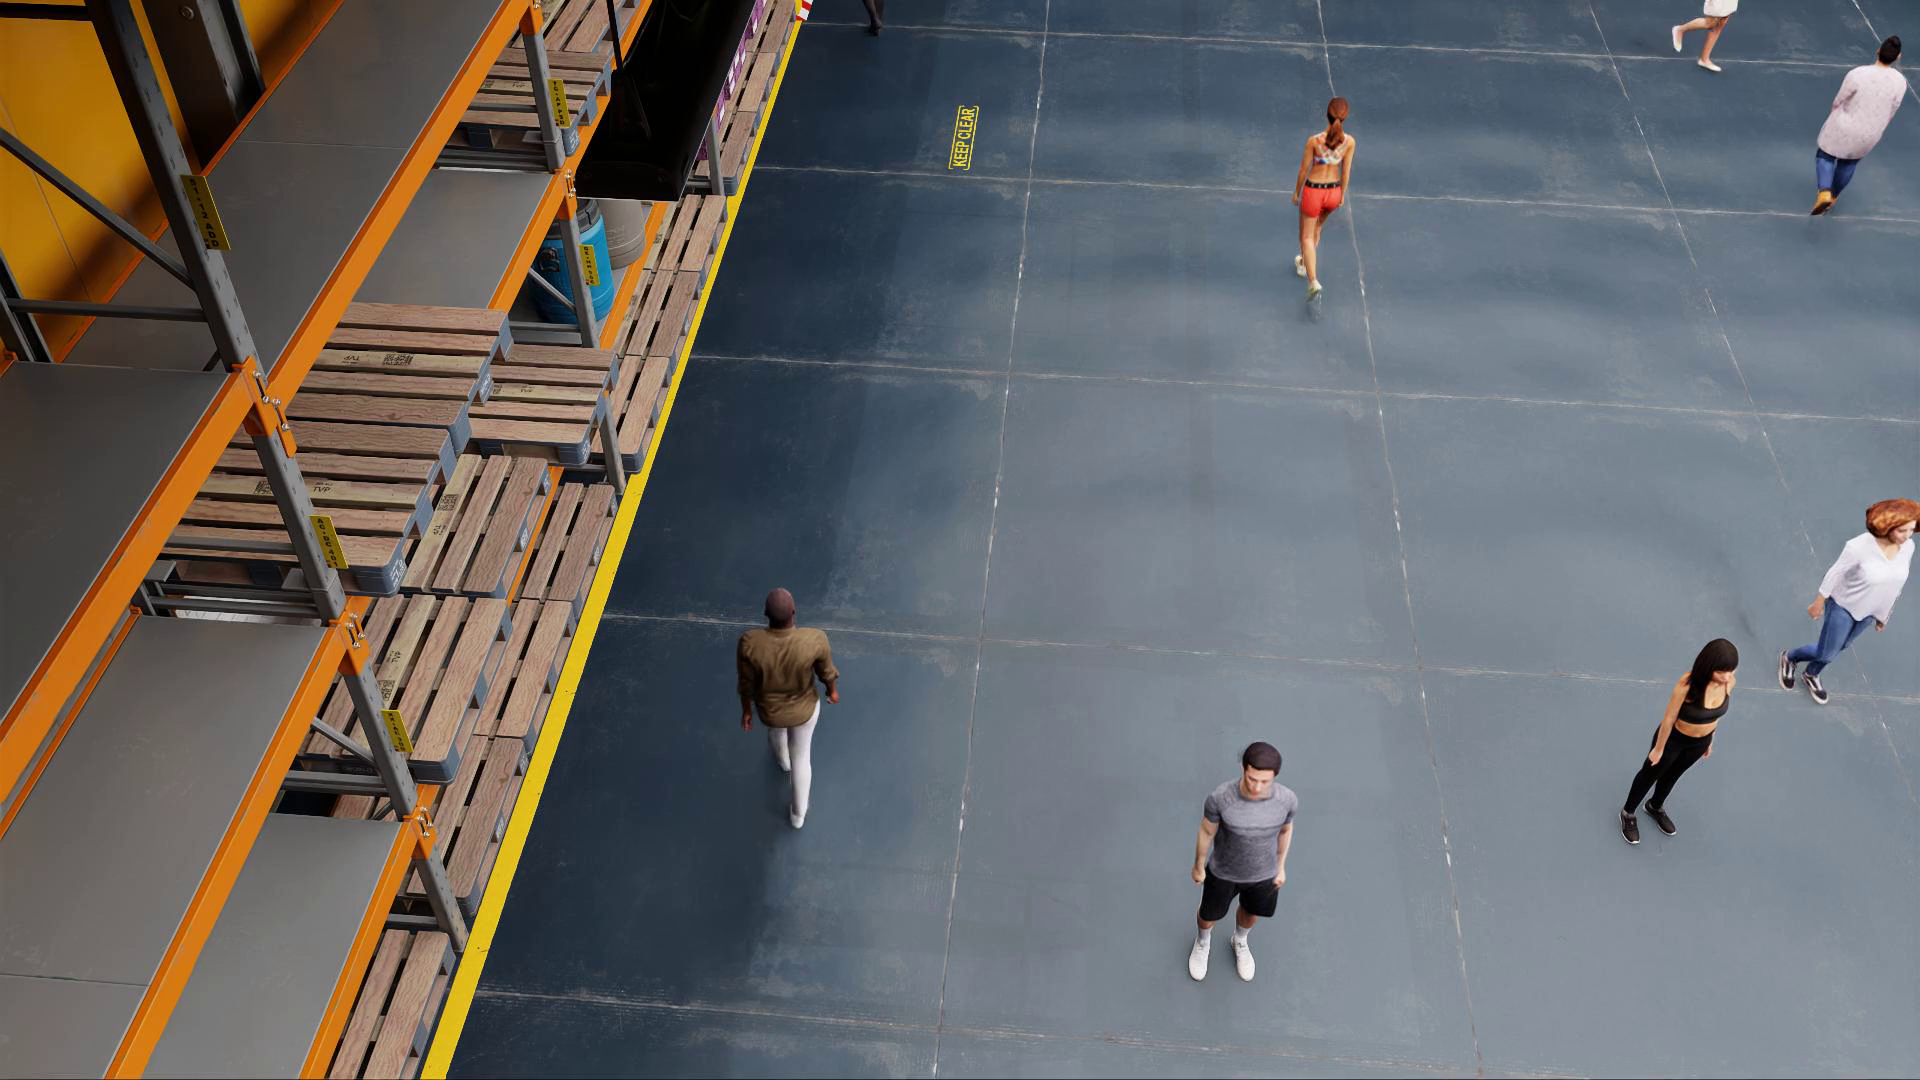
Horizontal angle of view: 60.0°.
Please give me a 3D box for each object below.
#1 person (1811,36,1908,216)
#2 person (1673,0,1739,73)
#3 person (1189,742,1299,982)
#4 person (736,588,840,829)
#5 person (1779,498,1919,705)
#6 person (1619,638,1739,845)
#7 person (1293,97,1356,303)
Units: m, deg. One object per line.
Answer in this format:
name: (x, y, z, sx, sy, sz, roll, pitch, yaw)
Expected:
person: (7.978, -3.652, 14.827, 0.780, 1.728, 0.936, 12, 45, 12)
person: (7.707, -5.646, 16.939, 0.852, 1.701, 0.942, -25, 49, -24)
person: (1.541, 1.742, 9.060, 0.671, 1.873, 0.553, 0, 44, 0)
person: (-1.024, 1.048, 9.840, 0.812, 1.801, 0.992, -1, 44, -1)
person: (5.687, 0.334, 10.660, 0.708, 1.704, 0.724, -6, 44, -7)
person: (4.268, 1.163, 9.835, 0.608, 1.642, 0.585, -10, 44, -10)
person: (3.020, -2.825, 13.931, 0.682, 1.766, 1.087, -1, 44, -2)
